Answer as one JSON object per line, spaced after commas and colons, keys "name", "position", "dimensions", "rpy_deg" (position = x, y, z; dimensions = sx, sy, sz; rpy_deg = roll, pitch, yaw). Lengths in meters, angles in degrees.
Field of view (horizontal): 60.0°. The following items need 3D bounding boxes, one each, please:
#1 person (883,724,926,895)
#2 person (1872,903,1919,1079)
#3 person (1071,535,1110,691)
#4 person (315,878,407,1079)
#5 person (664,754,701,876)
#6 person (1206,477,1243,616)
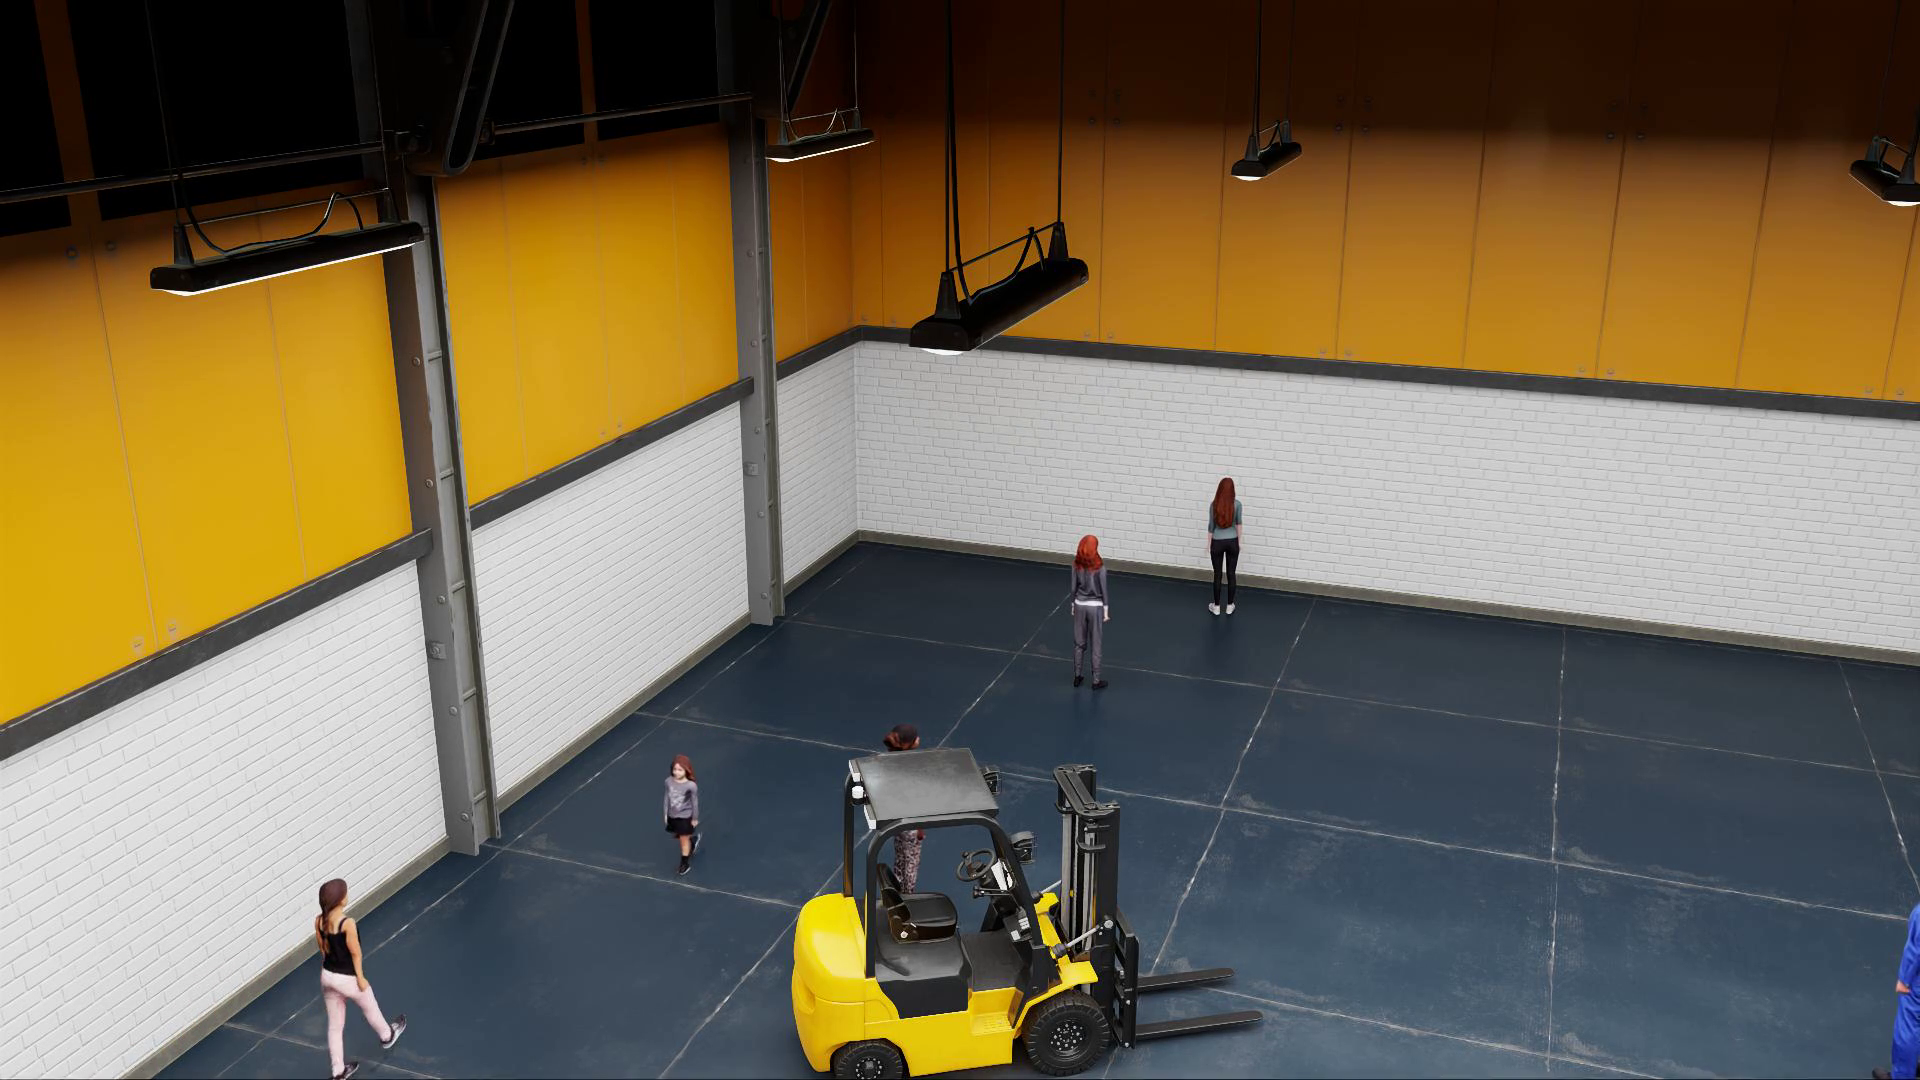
{"name": "person", "position": [-0.442, 2.313, 13.860], "dimensions": [0.741, 1.714, 0.680], "rpy_deg": [-8, 20, -23]}
{"name": "person", "position": [6.781, 3.017, 11.599], "dimensions": [0.783, 1.823, 0.827], "rpy_deg": [-8, 20, -21]}
{"name": "person", "position": [1.419, 0.784, 18.297], "dimensions": [0.605, 1.779, 0.542], "rpy_deg": [10, 21, 27]}
{"name": "person", "position": [-4.377, 3.133, 11.698], "dimensions": [0.582, 1.540, 0.942], "rpy_deg": [5, 19, 14]}
{"name": "person", "position": [-2.428, 2.377, 14.640], "dimensions": [0.511, 1.094, 0.671], "rpy_deg": [8, 20, 23]}
{"name": "person", "position": [3.258, 0.069, 20.480], "dimensions": [0.649, 1.742, 0.644], "rpy_deg": [0, 19, 0]}
